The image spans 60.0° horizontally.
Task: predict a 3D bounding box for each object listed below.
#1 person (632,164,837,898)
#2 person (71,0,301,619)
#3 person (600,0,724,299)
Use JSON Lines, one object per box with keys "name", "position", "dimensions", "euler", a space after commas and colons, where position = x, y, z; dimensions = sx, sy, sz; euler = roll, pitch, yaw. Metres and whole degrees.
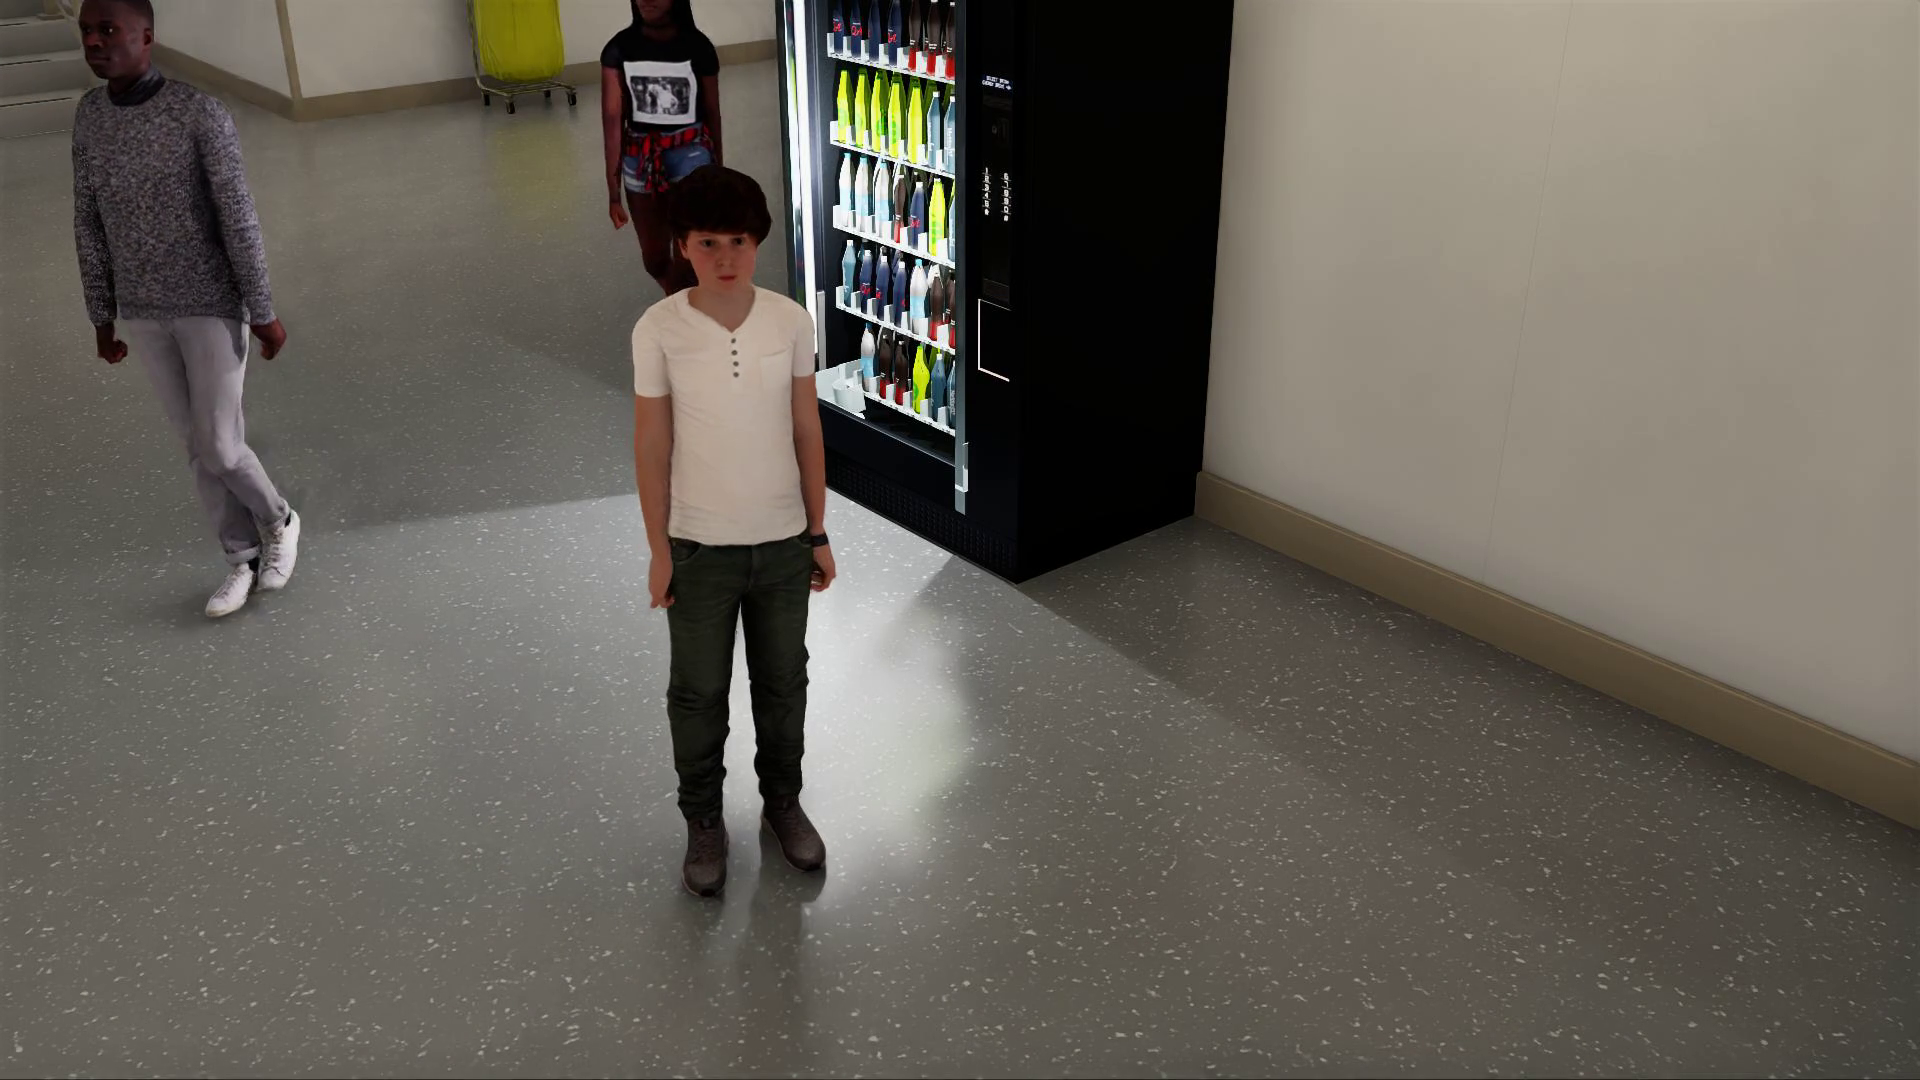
{"name": "person", "position": [-0.495, -0.003, 3.662], "dimensions": [0.647, 1.654, 0.643], "euler": [-9, 27, -17]}
{"name": "person", "position": [-2.198, -0.684, 4.870], "dimensions": [0.807, 1.832, 0.901], "euler": [6, 26, 12]}
{"name": "person", "position": [-1.116, -1.385, 6.481], "dimensions": [1.080, 1.696, 1.184], "euler": [1, 26, 3]}
